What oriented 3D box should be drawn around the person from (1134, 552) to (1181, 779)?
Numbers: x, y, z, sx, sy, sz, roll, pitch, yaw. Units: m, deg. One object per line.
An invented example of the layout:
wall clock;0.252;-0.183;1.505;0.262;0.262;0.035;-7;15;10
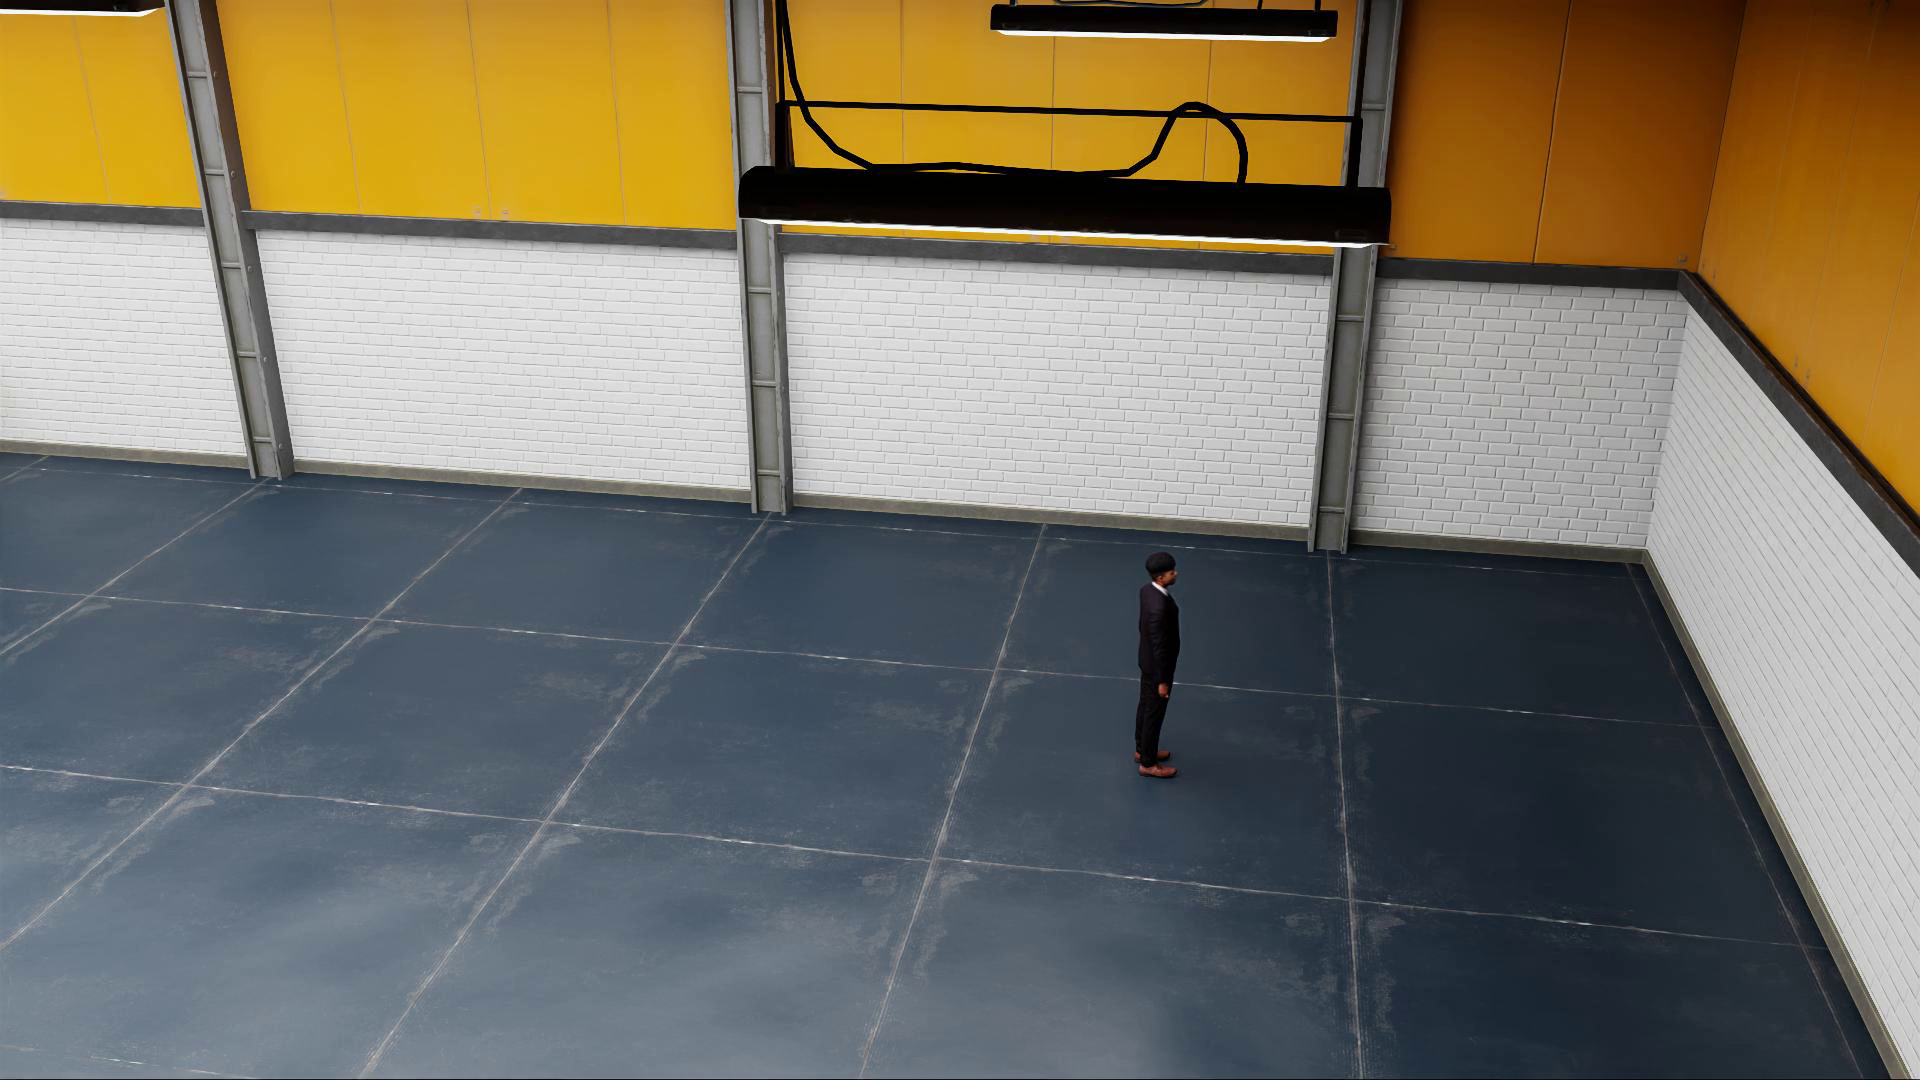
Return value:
person;1.524;0.958;13.023;0.653;1.884;0.750;-2;24;-4
